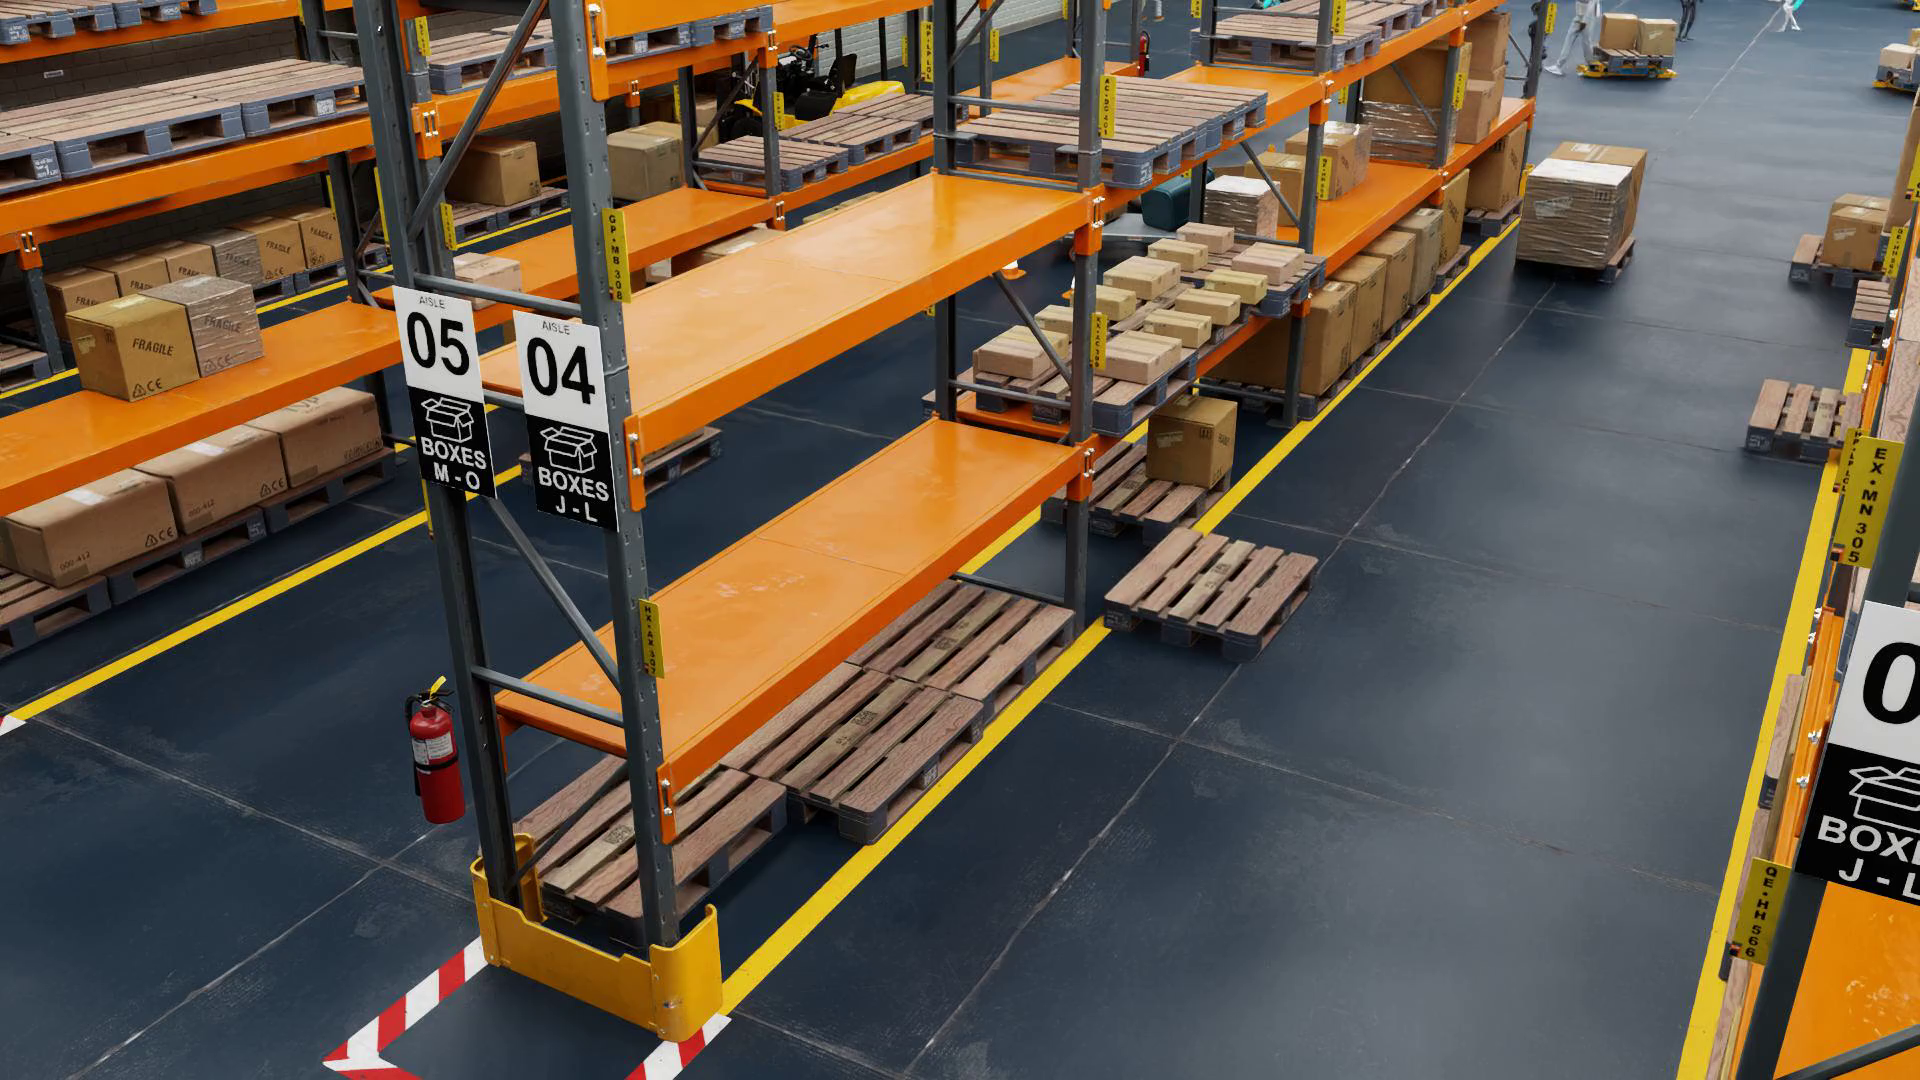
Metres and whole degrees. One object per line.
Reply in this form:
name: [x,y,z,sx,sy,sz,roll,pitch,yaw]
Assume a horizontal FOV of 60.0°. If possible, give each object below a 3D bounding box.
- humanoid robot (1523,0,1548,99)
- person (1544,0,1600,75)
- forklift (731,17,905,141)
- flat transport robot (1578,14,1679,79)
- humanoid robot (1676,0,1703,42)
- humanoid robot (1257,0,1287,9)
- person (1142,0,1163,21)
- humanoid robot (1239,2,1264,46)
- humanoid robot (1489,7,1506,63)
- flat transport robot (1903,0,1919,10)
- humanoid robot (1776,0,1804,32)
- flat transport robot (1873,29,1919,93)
humanoid robot: [8.391,-7.031,24.330,0.338,1.655,0.611,6,26,13]
person: [10.169,-8.596,27.356,0.849,1.872,0.620,-5,26,-10]
forklift: [-1.819,-5.975,21.543,2.313,2.155,1.214,14,29,26]
flat transport robot: [11.082,-7.824,27.600,1.431,0.231,0.659,2,26,3]
humanoid robot: [13.443,-10.026,30.547,0.600,1.656,0.333,-22,33,-37]
humanoid robot: [5.570,-9.791,30.041,0.532,1.777,1.012,21,33,37]
person: [3.748,-11.207,32.732,0.639,1.910,0.599,17,30,31]
humanoid robot: [4.255,-6.997,24.260,0.601,1.650,0.370,15,29,28]
humanoid robot: [8.738,-8.516,27.430,0.597,1.642,0.584,18,31,33]
flat transport robot: [20.073,-11.149,34.509,0.659,0.231,1.431,8,27,16]
humanoid robot: [15.876,-10.484,31.555,0.766,1.893,0.550,2,26,4]
flat transport robot: [15.194,-7.131,26.159,0.659,0.231,1.431,-11,28,-22]
